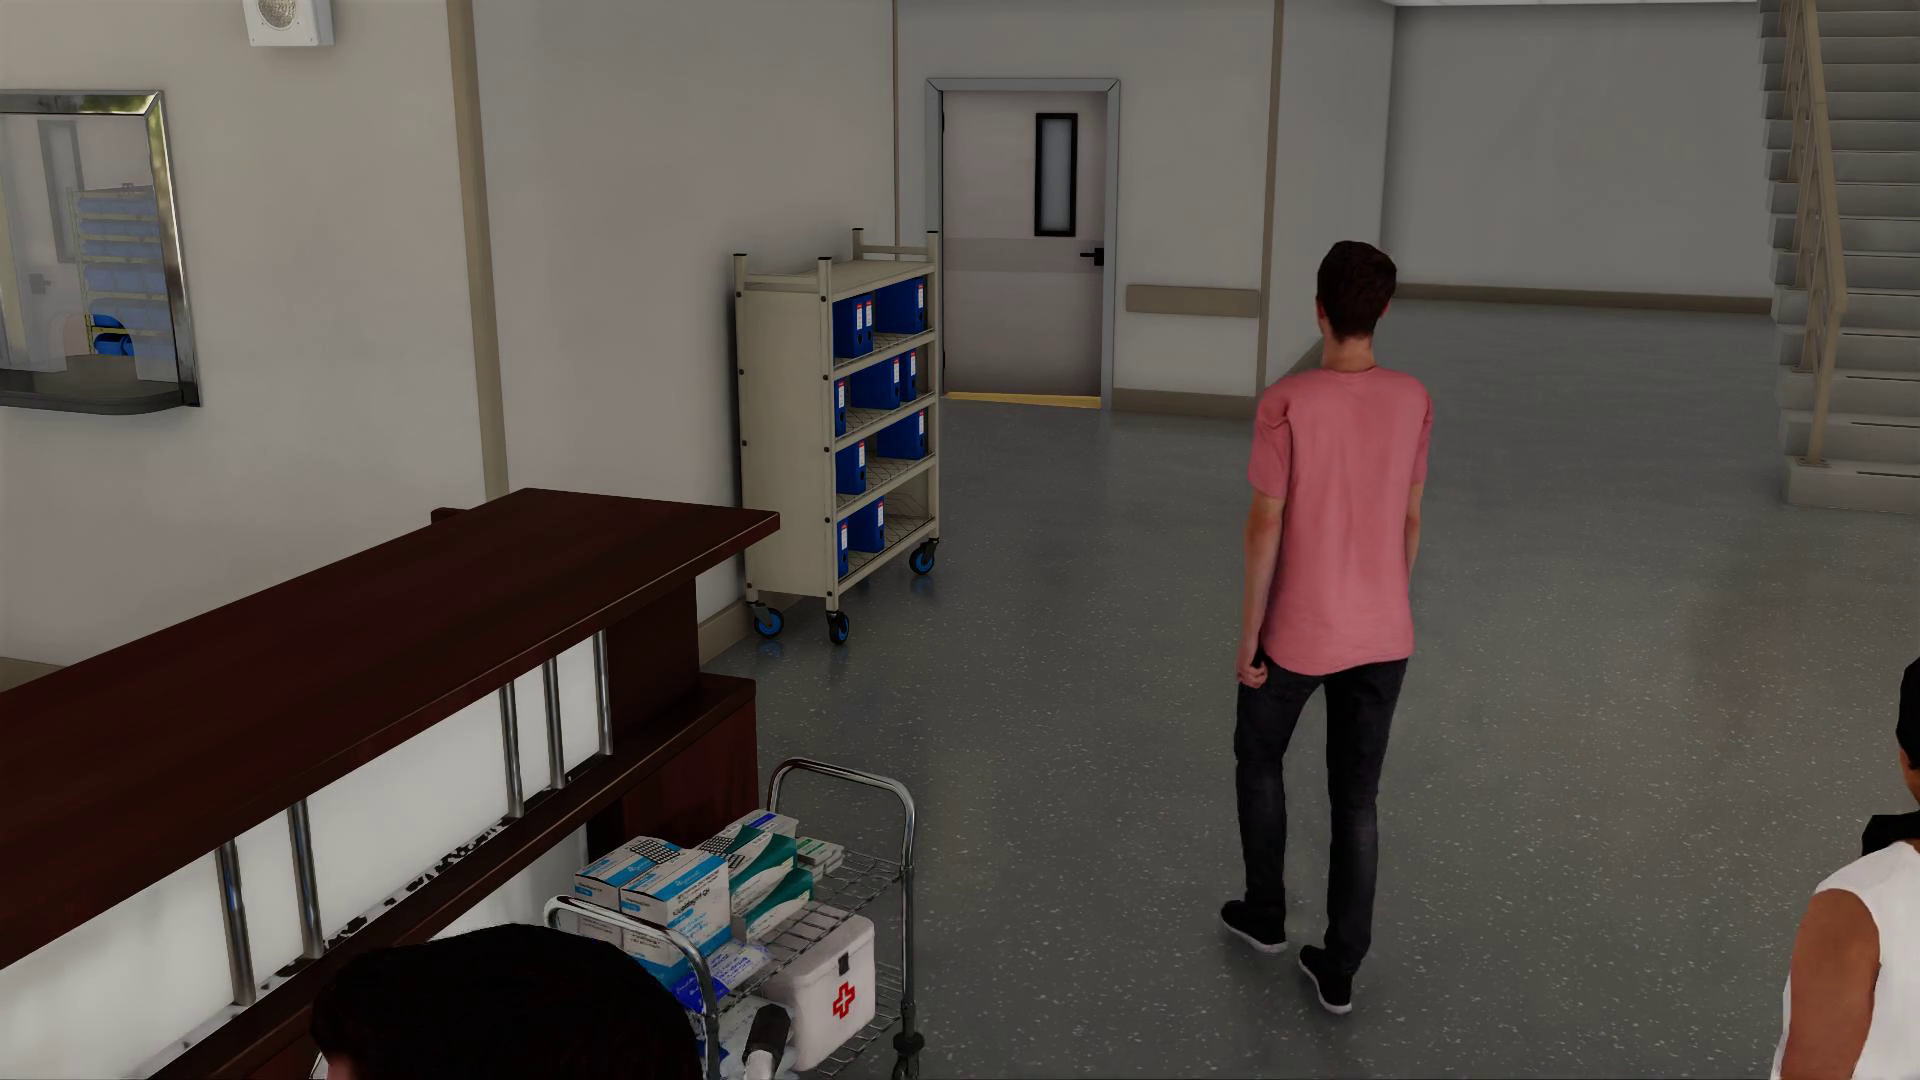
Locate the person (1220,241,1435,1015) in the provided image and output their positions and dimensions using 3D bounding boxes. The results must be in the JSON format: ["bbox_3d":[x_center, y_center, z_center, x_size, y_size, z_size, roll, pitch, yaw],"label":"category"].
[{"bbox_3d":[0.948,0.267,4.111,0.857,1.940,0.929,-3,16,-9],"label":"person"}]
